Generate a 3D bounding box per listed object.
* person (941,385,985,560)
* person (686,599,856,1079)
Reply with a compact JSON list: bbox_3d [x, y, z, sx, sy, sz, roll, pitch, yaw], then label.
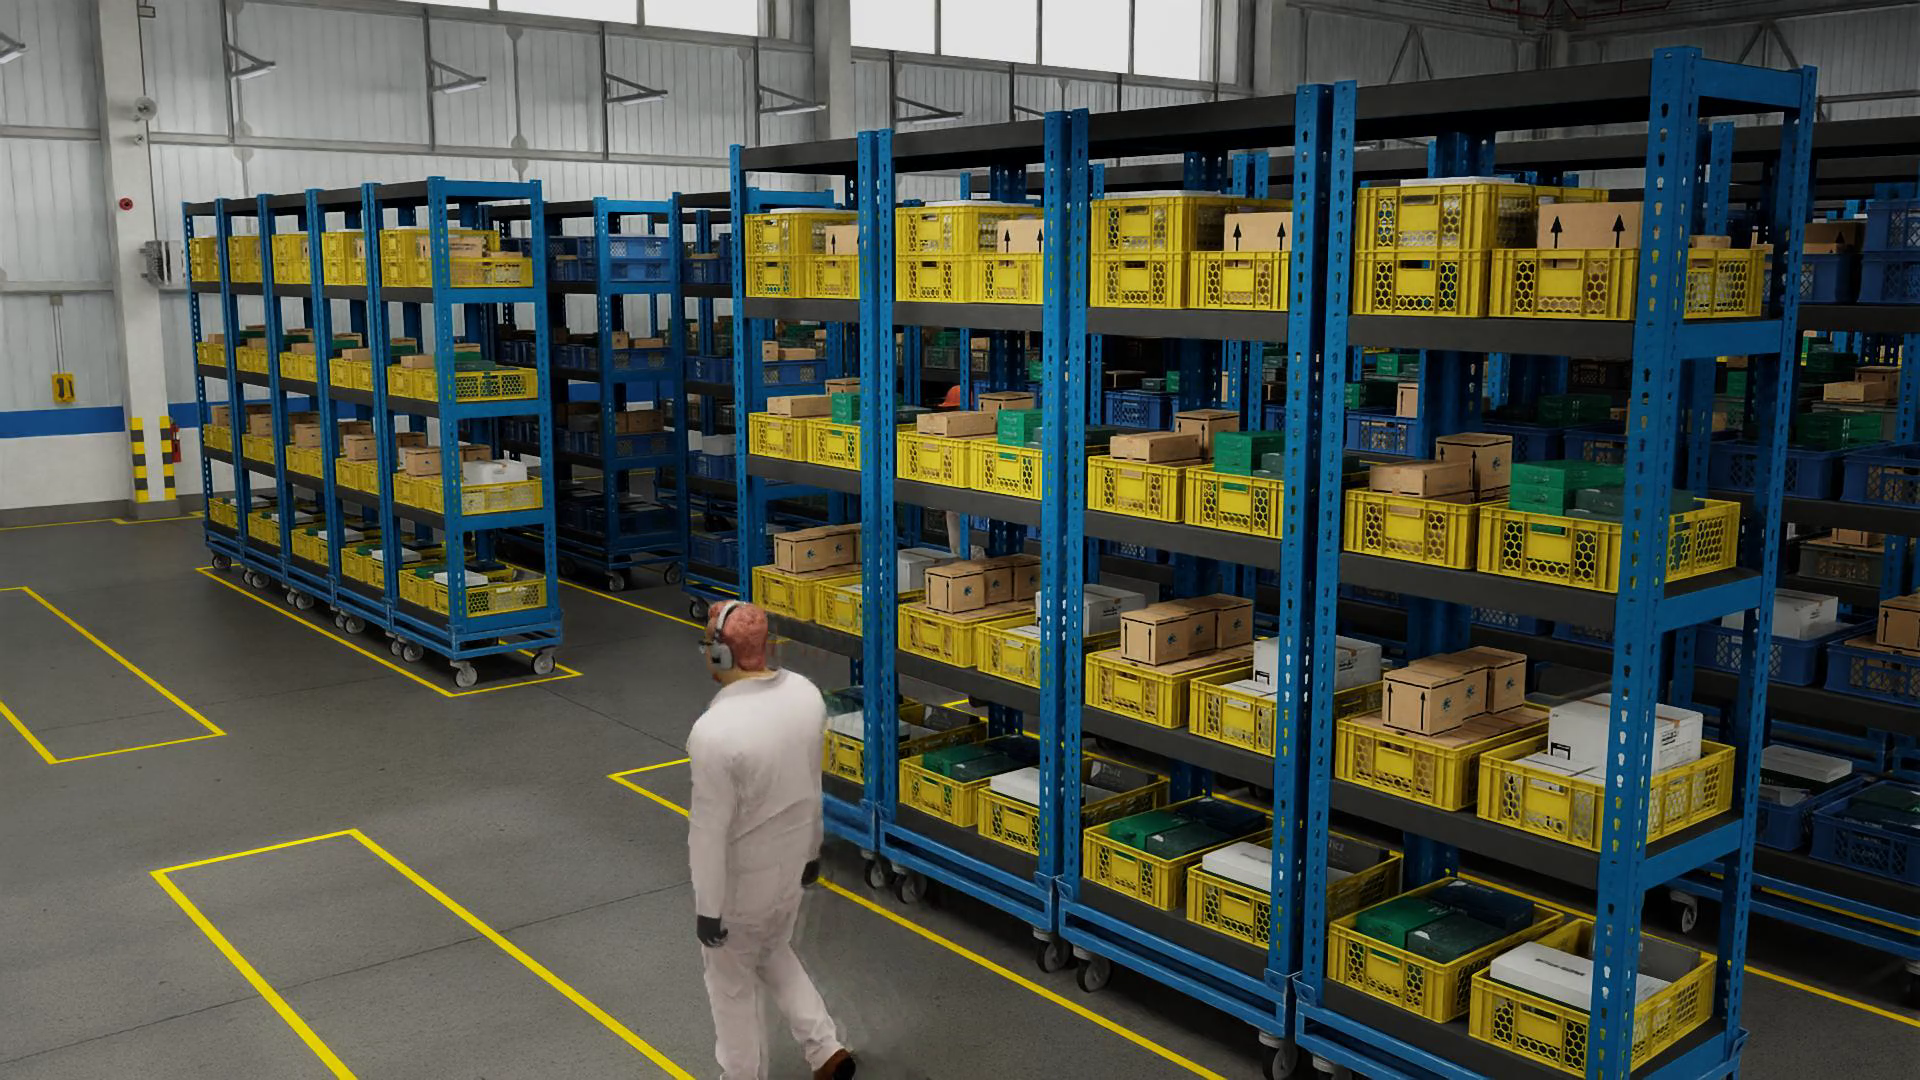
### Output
[{"bbox_3d":[0.019,-0.325,14.197,0.380,1.996,0.608,-6,11,-32],"label":"person"},{"bbox_3d":[-0.680,1.136,5.714,0.513,1.890,0.662,6,11,32],"label":"person"}]
